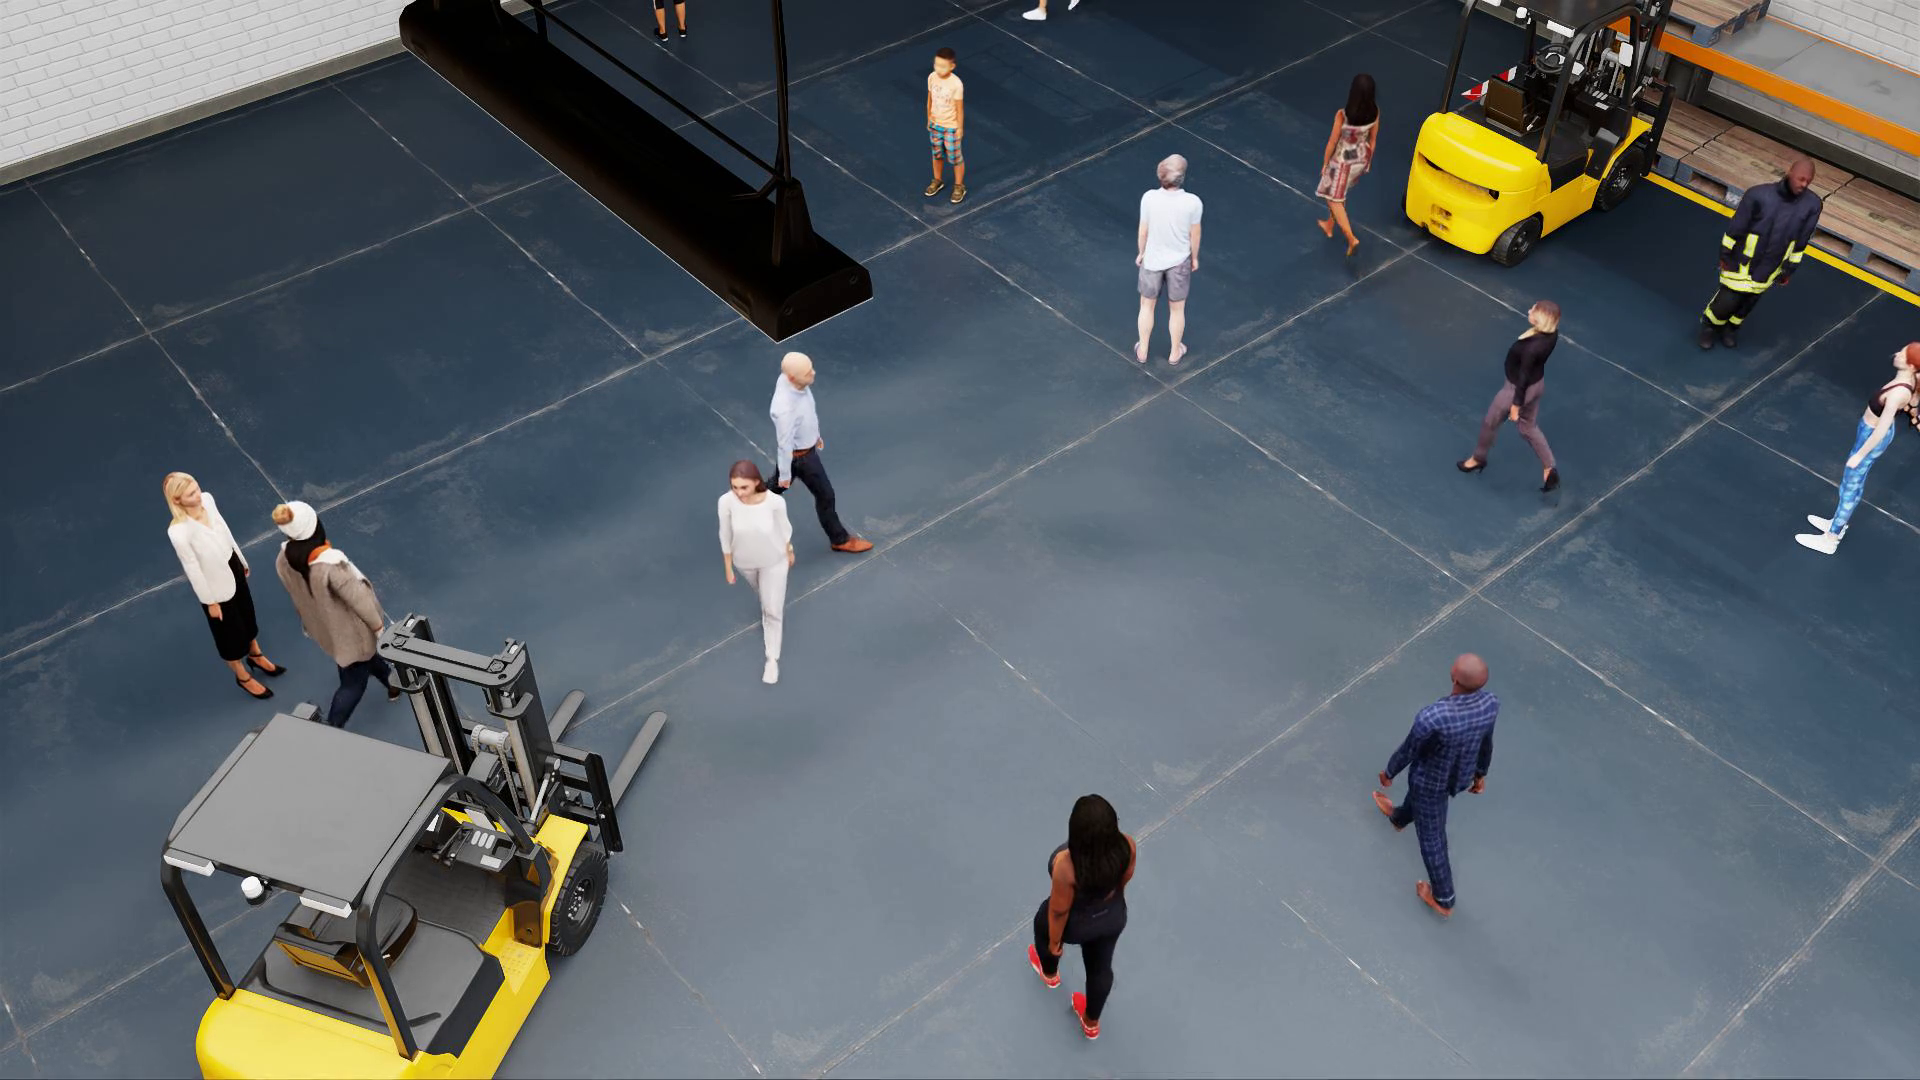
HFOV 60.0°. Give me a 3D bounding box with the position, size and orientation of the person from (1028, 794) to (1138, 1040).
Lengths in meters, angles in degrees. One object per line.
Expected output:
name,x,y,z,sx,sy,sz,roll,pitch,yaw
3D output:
person,0.690,2.019,8.636,0.838,1.792,0.982,-15,46,-15

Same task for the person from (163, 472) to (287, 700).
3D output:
person,-4.622,0.281,10.411,0.733,1.860,0.668,3,44,3

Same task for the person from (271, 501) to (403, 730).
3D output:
person,-3.857,0.565,10.119,1.242,1.851,1.073,23,48,23

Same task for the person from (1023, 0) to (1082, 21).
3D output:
person,1.028,-6.252,17.370,0.980,1.720,0.943,0,44,0

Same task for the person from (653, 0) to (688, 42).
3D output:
person,-3.076,-5.982,17.124,0.637,1.669,0.607,-16,46,-16

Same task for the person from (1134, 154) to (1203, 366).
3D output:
person,1.609,-2.171,13.006,0.710,1.831,0.799,8,44,9

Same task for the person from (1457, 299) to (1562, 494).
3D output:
person,4.107,-1.000,11.914,1.023,1.642,0.672,33,53,30

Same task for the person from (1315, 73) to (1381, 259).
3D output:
person,3.336,-3.177,14.212,0.864,1.625,1.081,-12,45,-13

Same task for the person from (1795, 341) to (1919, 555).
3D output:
person,6.251,-0.642,11.436,0.634,1.782,0.608,30,51,28

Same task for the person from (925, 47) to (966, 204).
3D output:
person,-0.124,-3.745,14.930,0.513,1.456,0.637,21,47,20

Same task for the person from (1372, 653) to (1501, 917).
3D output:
person,2.742,1.376,9.323,0.938,1.775,1.258,-16,46,-16

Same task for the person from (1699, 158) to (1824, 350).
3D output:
person,6.299,-2.295,13.169,0.919,1.786,0.990,14,45,14

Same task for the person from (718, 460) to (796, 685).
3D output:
person,-1.300,0.062,10.804,1.052,1.636,1.131,2,44,2

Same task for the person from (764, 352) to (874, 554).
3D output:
person,-1.192,-0.576,11.382,1.231,1.761,1.234,0,44,0
